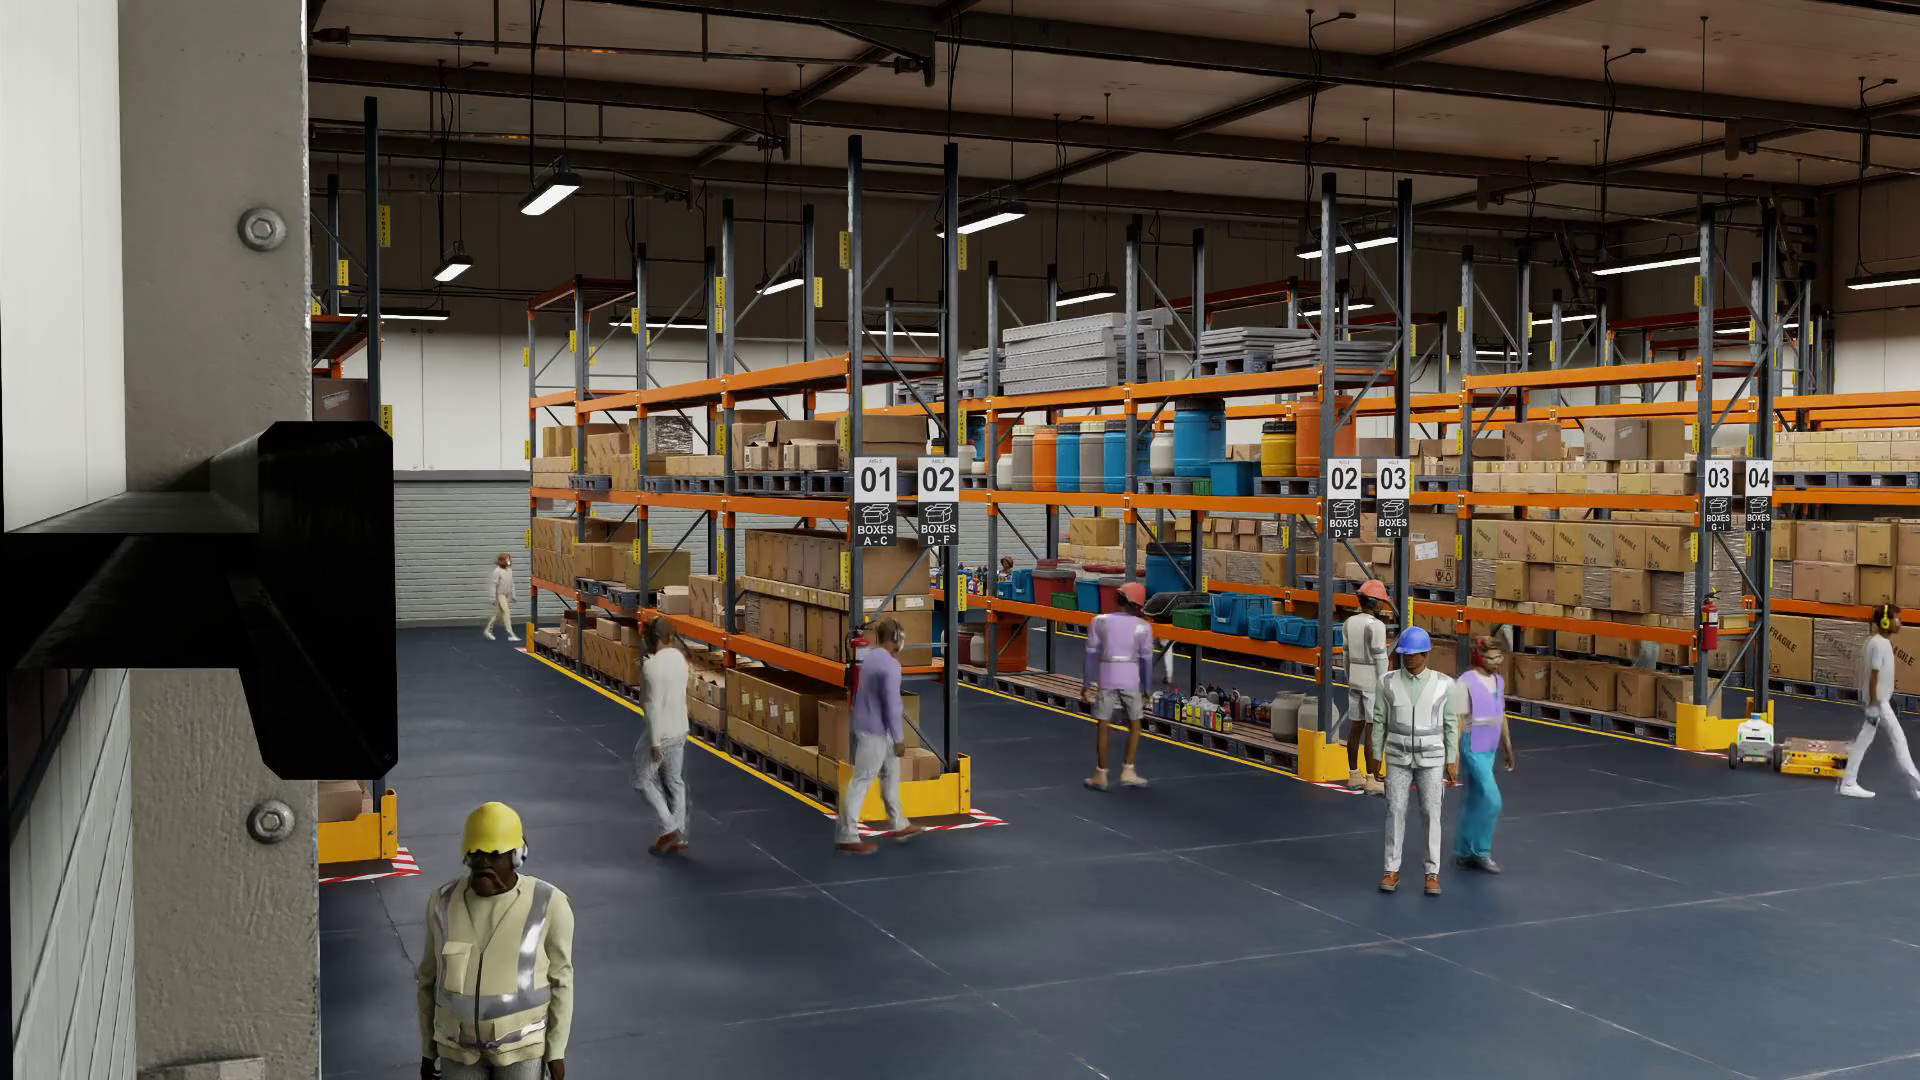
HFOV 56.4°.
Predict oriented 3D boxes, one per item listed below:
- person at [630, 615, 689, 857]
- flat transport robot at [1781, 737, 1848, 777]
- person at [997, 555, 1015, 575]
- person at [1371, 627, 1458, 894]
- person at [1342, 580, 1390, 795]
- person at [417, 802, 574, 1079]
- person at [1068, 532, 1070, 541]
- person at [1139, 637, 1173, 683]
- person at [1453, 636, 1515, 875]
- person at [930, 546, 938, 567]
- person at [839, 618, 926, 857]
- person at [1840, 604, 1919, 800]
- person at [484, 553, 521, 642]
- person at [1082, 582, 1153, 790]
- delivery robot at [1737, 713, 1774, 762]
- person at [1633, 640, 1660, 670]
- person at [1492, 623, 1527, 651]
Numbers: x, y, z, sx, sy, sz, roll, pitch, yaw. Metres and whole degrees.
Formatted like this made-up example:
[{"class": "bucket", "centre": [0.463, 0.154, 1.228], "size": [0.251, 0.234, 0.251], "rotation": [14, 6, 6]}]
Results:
[{"class": "person", "centre": [-2.384, 1.563, 14.276], "size": [0.434, 1.925, 0.625], "rotation": [1, 2, 20]}, {"class": "flat transport robot", "centre": [8.876, 2.235, 18.529], "size": [0.652, 0.197, 1.431], "rotation": [1, 2, 27]}, {"class": "person", "centre": [0.800, 1.080, 30.548], "size": [0.514, 1.639, 0.314], "rotation": [0, 2, 7]}, {"class": "person", "centre": [3.315, 1.598, 13.077], "size": [0.614, 1.943, 0.395], "rotation": [1, 2, 20]}, {"class": "person", "centre": [3.926, 1.399, 17.168], "size": [0.392, 2.033, 0.605], "rotation": [-1, 2, -23]}, {"class": "person", "centre": [-1.764, 1.897, 6.768], "size": [0.590, 1.830, 0.404], "rotation": [0, 2, 2]}, {"class": "person", "centre": [2.291, 0.750, 35.466], "size": [0.552, 1.916, 0.560], "rotation": [0, 2, 5]}, {"class": "person", "centre": [2.891, 1.187, 26.209], "size": [0.649, 1.775, 0.928], "rotation": [-1, 2, -15]}, {"class": "person", "centre": [4.006, 1.636, 13.670], "size": [0.580, 1.812, 0.714], "rotation": [2, 3, 43]}, {"class": "person", "centre": [-0.403, 0.750, 34.770], "size": [0.414, 1.987, 0.622], "rotation": [2, 3, 39]}, {"class": "person", "centre": [-0.627, 1.580, 14.572], "size": [0.869, 1.875, 0.646], "rotation": [-1, 2, -16]}, {"class": "person", "centre": [8.718, 1.517, 16.735], "size": [0.941, 1.822, 0.555], "rotation": [1, 2, 25]}, {"class": "person", "centre": [-8.321, 1.026, 32.463], "size": [0.825, 1.602, 0.506], "rotation": [1, 2, 20]}, {"class": "person", "centre": [1.529, 1.412, 17.370], "size": [0.682, 1.996, 0.446], "rotation": [0, 2, 5]}, {"class": "delivery robot", "centre": [8.268, 2.046, 18.617], "size": [0.477, 0.478, 0.707], "rotation": [1, 2, 24]}, {"class": "person", "centre": [9.562, 1.246, 24.857], "size": [0.493, 1.730, 0.402], "rotation": [-1, 2, -28]}, {"class": "person", "centre": [8.181, 1.252, 26.672], "size": [0.516, 1.583, 0.852], "rotation": [-1, 3, -30]}]
